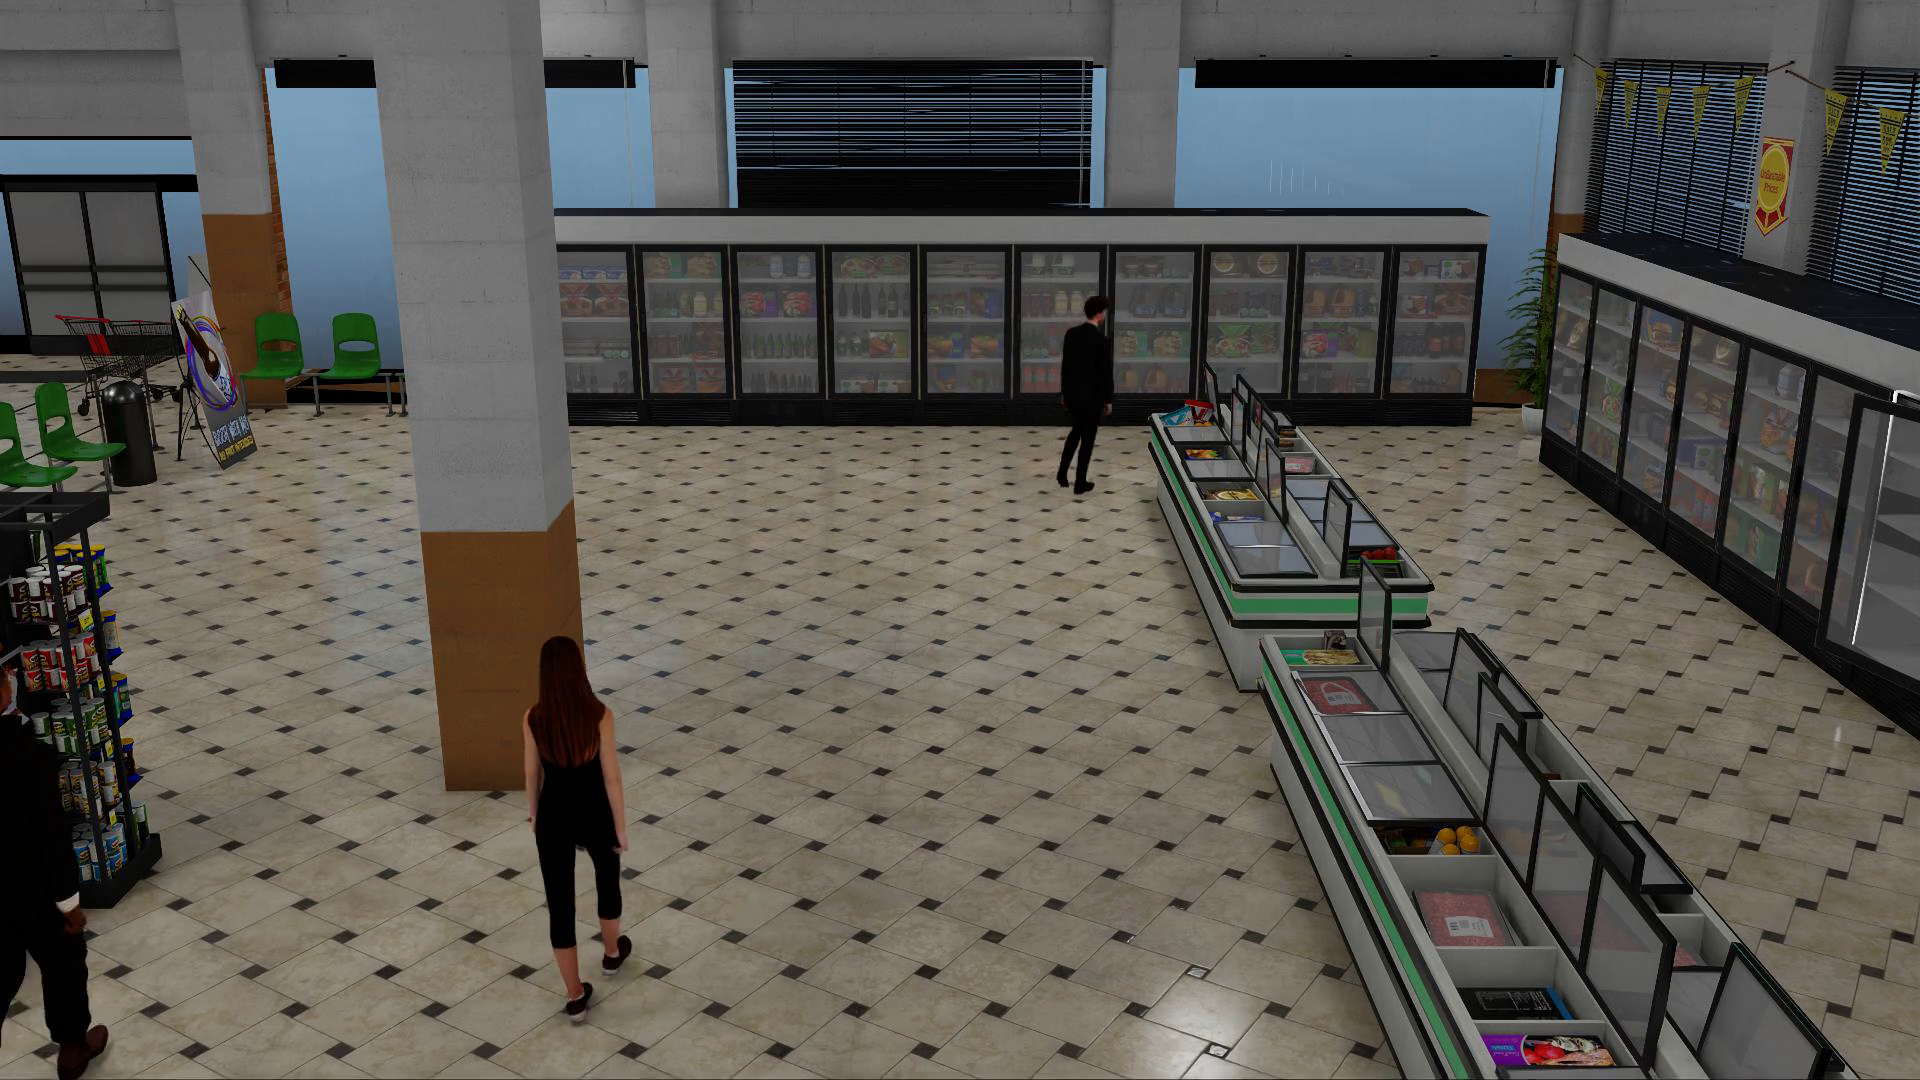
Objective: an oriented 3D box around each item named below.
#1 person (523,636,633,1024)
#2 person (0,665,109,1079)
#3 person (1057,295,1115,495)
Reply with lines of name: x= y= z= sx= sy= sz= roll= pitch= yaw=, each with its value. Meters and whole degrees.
person: x=-1.678 y=1.273 z=7.158 sx=0.605 sy=1.711 sz=0.840 roll=-1 pitch=17 yaw=-2
person: x=-3.716 y=1.394 z=6.464 sx=0.697 sy=1.881 sz=1.135 roll=0 pitch=17 yaw=-1
person: x=1.106 y=-1.314 z=15.415 sx=0.900 sy=1.863 sz=0.954 roll=12 pitch=21 yaw=34
